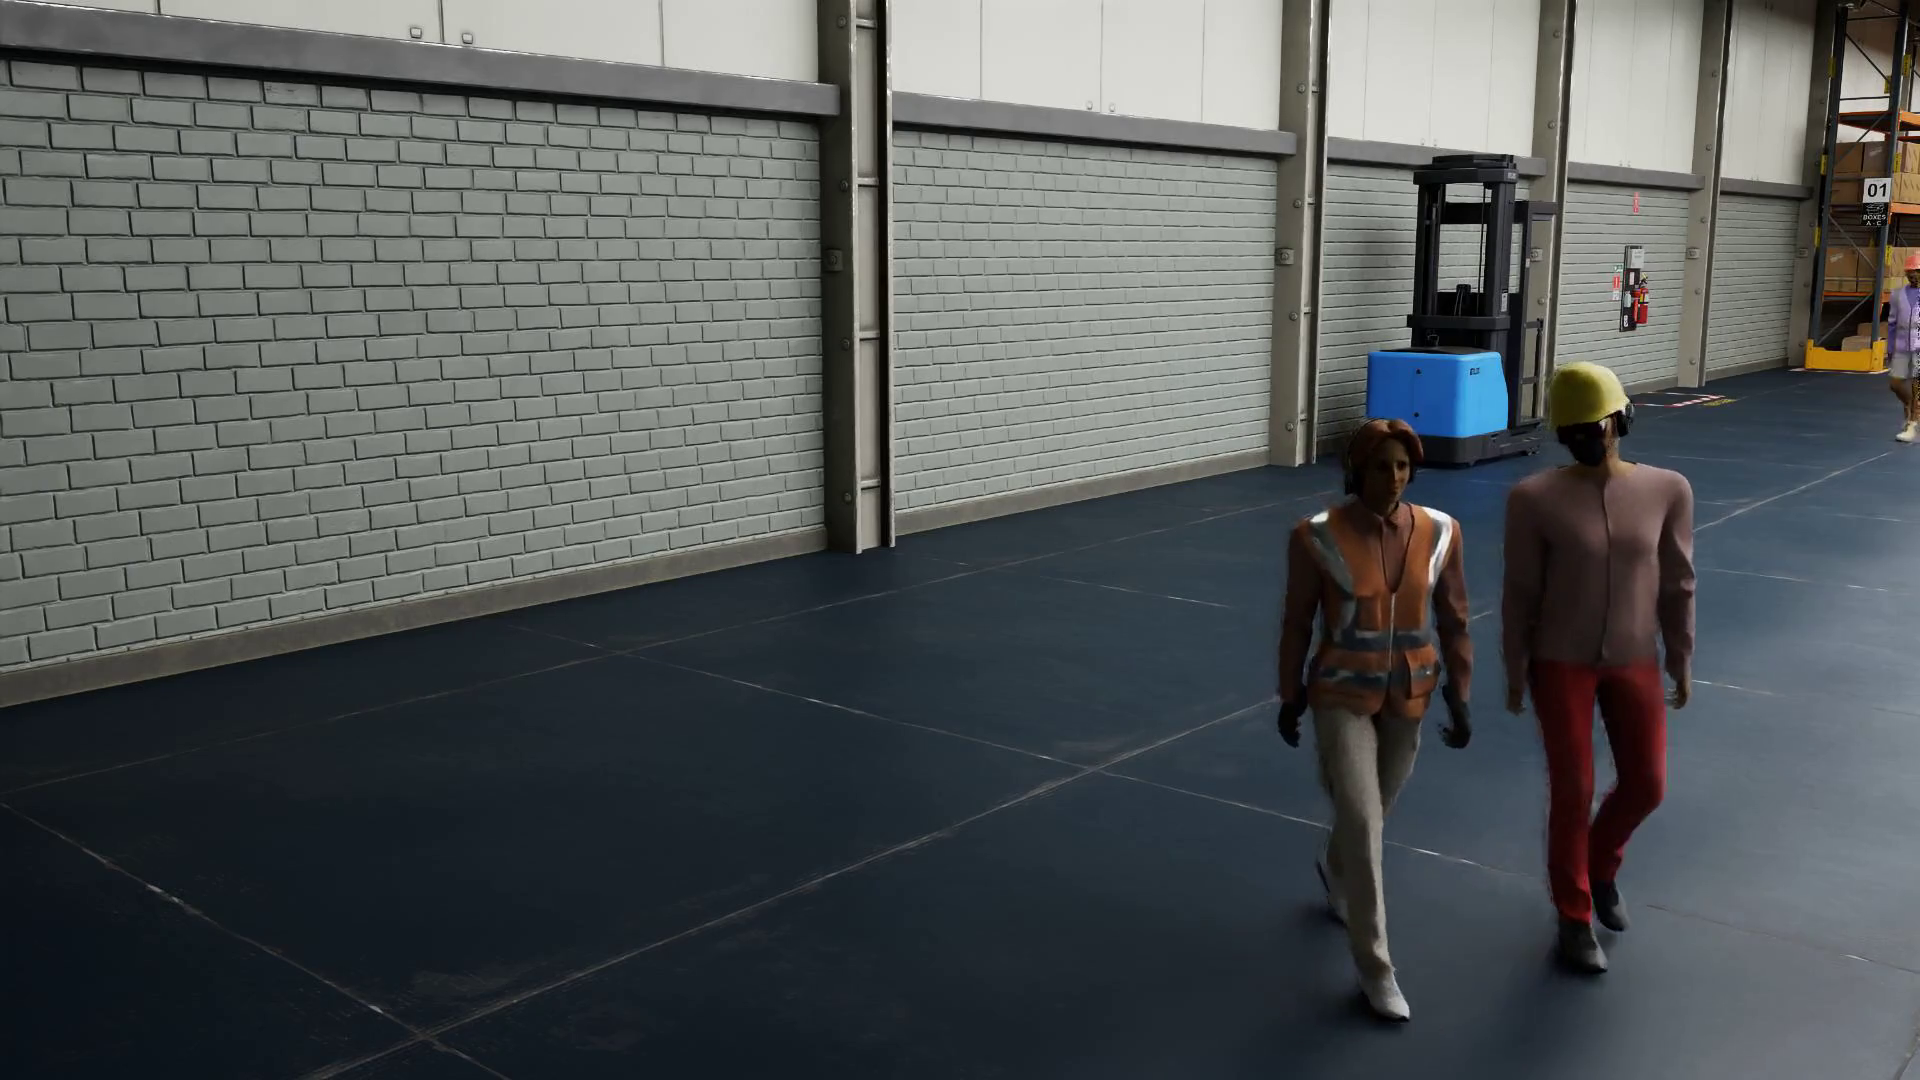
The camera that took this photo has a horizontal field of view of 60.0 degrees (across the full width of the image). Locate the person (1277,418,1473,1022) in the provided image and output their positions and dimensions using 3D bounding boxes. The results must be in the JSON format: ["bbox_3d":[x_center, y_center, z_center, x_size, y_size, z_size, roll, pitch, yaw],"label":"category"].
[{"bbox_3d":[1.157,0.431,4.750,0.523,1.600,0.859,-2,10,-9],"label":"person"}]

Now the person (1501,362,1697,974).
[{"bbox_3d":[1.829,0.356,4.789,0.539,1.735,0.389,1,10,3],"label":"person"}]

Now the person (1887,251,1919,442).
[{"bbox_3d":[10.280,-2.080,17.863,0.611,2.029,0.618,-7,12,-35],"label":"person"}]

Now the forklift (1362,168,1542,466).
[{"bbox_3d":[4.875,-2.212,16.287,1.129,2.768,1.873,8,13,40],"label":"forklift"}]
